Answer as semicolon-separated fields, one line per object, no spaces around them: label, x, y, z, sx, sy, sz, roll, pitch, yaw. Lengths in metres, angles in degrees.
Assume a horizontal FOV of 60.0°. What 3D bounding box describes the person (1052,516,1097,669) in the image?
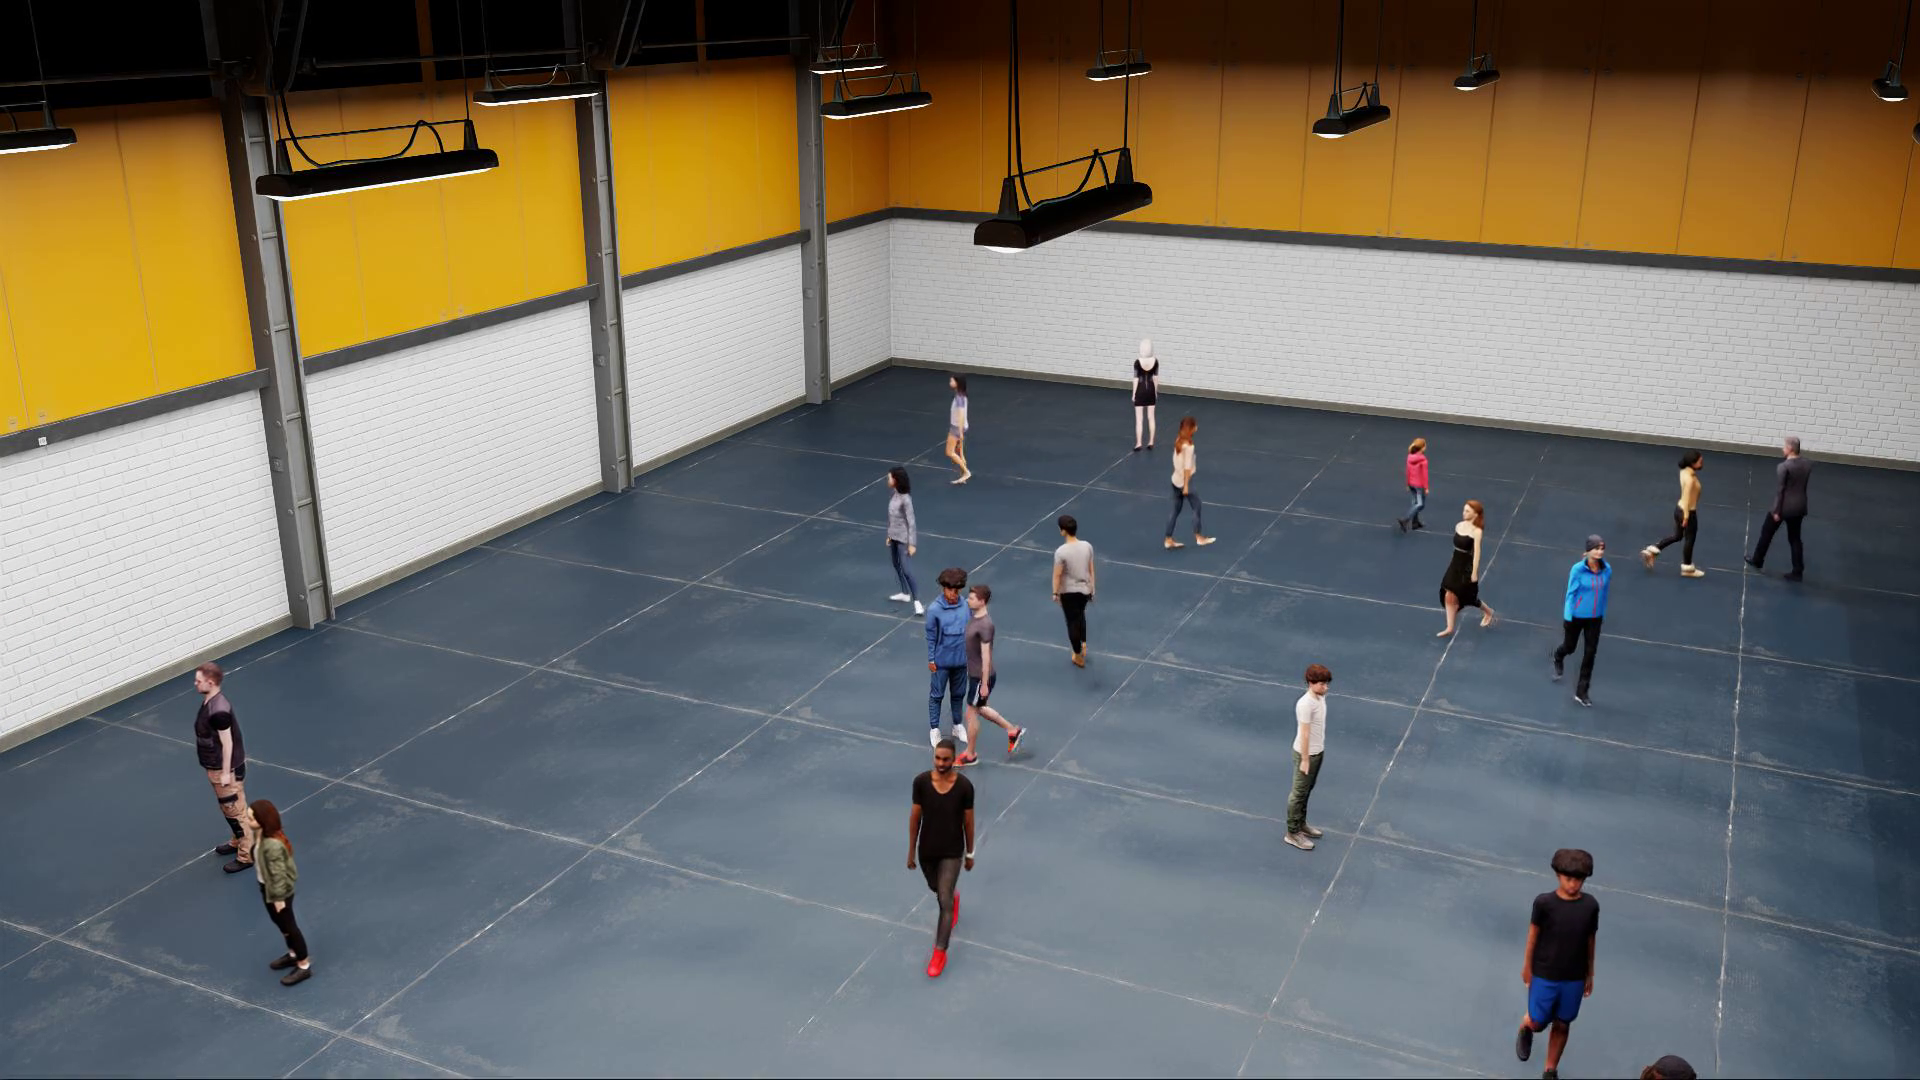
person;1.271;0.587;18.057;0.778;1.695;0.838;-5;19;-14

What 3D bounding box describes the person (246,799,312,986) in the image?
person;-5.098;2.602;12.423;0.641;1.472;0.656;-14;23;-36

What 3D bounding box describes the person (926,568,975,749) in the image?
person;-0.100;1.123;16.294;0.746;1.803;0.815;-8;20;-21

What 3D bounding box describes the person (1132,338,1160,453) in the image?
person;2.949;-2.313;26.456;0.644;1.830;0.687;-5;19;-15

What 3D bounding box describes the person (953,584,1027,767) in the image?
person;0.265;1.278;15.785;1.035;1.835;1.061;-3;19;-9

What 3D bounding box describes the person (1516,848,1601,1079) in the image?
person;4.015;2.849;11.199;0.759;1.785;0.907;1;19;4

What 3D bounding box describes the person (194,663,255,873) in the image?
person;-6.177;1.878;13.994;0.791;1.841;0.777;-11;21;-29

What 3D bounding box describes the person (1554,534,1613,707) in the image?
person;6.458;0.792;17.320;0.936;1.777;1.170;-1;19;-3

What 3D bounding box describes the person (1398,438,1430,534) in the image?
person;6.174;-0.724;22.560;0.855;1.305;0.789;-8;20;-21

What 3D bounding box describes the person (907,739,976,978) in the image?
person;-0.123;2.337;12.742;0.782;1.771;1.223;5;19;15

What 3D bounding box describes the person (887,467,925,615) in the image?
person;-0.650;-0.011;19.803;0.898;1.713;0.848;-11;22;-30

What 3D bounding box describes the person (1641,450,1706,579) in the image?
person;9.028;-0.337;20.878;0.825;1.645;0.996;3;19;10

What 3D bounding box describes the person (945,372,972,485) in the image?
person;0.064;-1.637;24.619;0.760;1.722;0.671;1;19;2

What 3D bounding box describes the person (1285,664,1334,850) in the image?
person;3.019;1.842;14.394;0.656;1.653;0.501;11;21;29

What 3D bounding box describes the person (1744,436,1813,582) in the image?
person;10.376;-0.361;20.724;1.143;1.789;1.239;-5;19;-15

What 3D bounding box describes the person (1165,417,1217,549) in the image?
person;2.857;-0.727;21.849;1.019;1.765;0.976;-6;19;-16

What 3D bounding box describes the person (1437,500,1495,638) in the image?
person;5.818;0.332;18.957;1.006;1.604;0.924;-8;20;-21
